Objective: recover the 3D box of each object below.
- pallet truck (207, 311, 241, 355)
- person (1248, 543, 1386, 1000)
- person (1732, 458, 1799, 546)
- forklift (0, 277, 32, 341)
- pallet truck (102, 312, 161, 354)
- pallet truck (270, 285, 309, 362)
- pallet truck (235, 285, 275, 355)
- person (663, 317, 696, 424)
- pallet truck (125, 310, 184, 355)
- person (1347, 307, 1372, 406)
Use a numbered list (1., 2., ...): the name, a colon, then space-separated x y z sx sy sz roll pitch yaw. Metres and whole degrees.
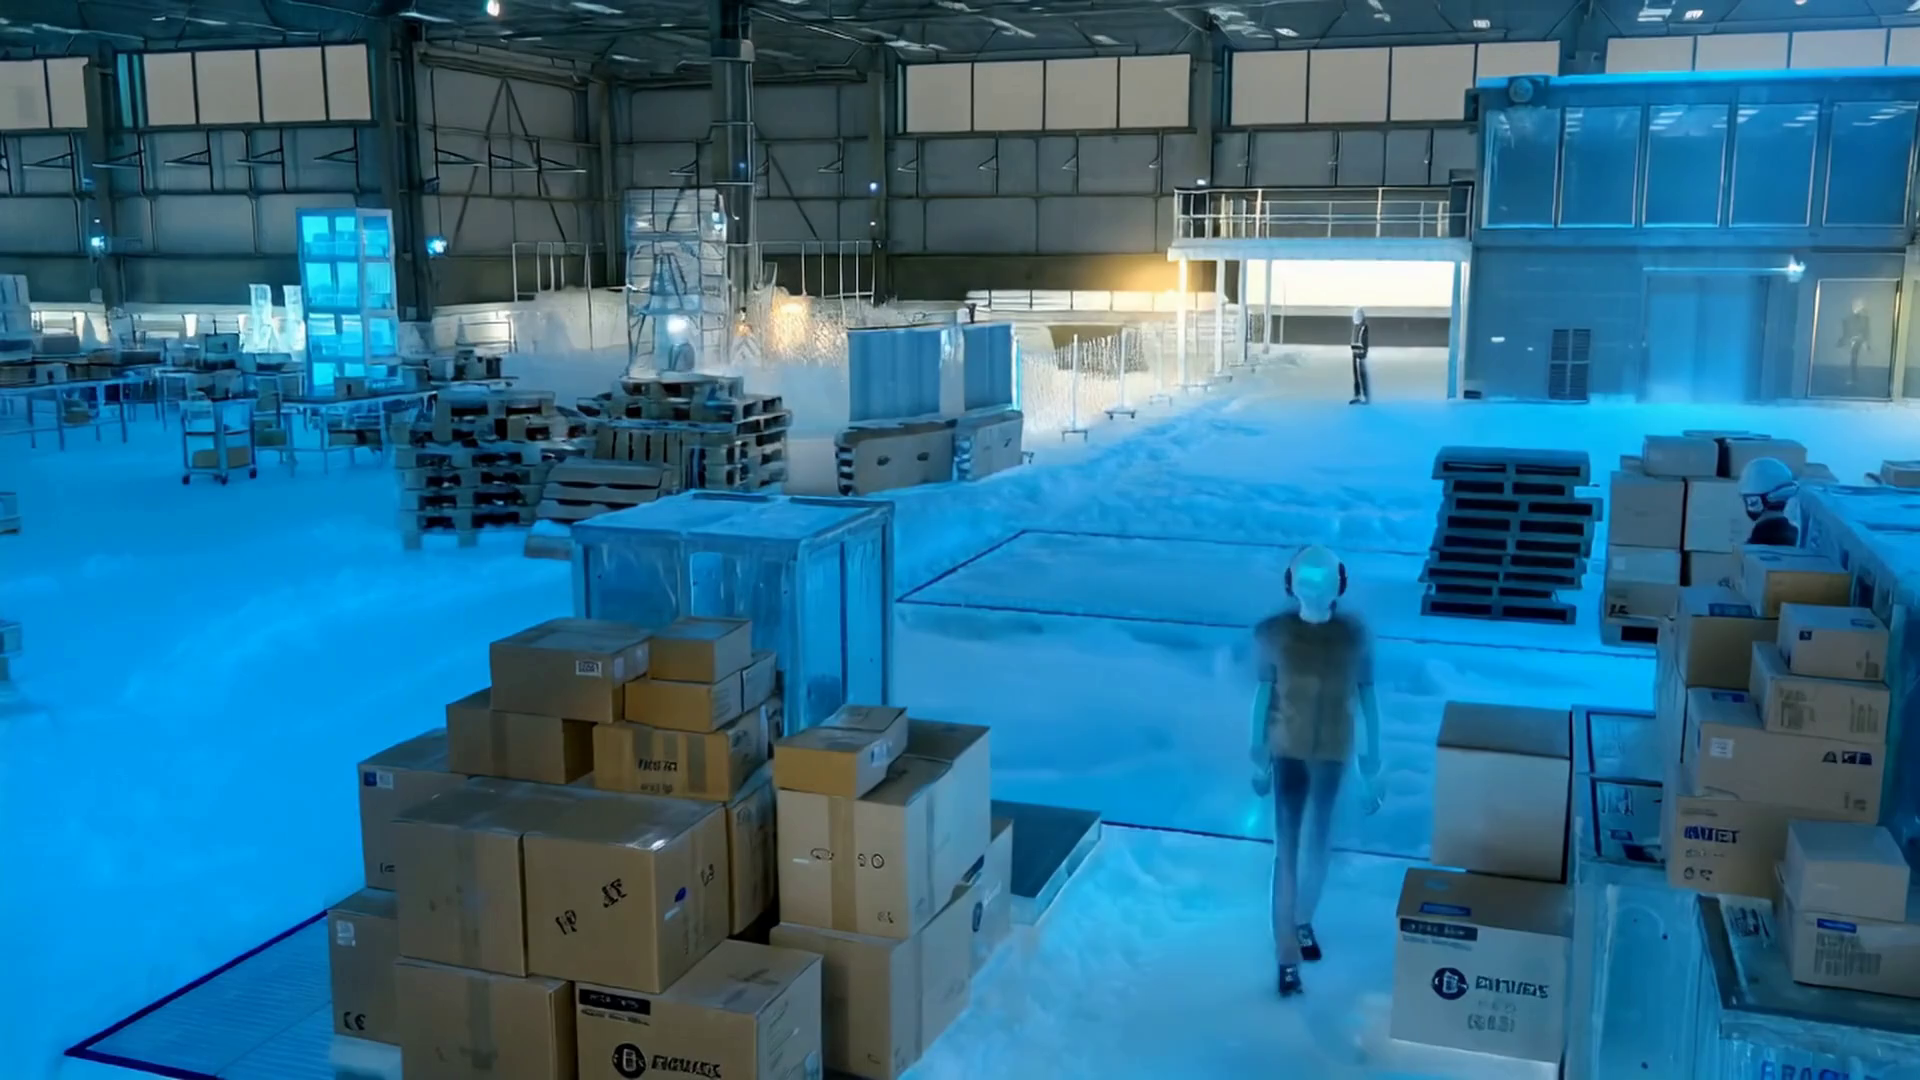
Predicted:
1. pallet truck: -19.537 -5.575 44.913 0.653 1.274 1.630 3 11 19
2. person: 1.463 0.936 6.776 0.515 1.834 0.907 0 10 1
3. person: 3.988 0.580 8.318 0.622 1.986 0.396 -10 14 -44
4. forklift: -27.151 -6.329 46.328 1.157 1.987 2.680 3 11 17
5. pallet truck: -23.057 -5.777 46.261 0.680 1.201 1.601 3 11 19
6. pallet truck: -17.147 -5.700 43.663 0.823 1.965 1.885 3 11 17
7. pallet truck: -18.327 -5.835 44.421 0.823 1.965 1.885 4 11 23
8. person: -3.956 -2.093 23.257 0.585 2.023 0.648 -7 12 -35
9. pallet truck: -22.038 -5.665 45.457 0.704 1.261 1.522 3 11 17
10. person: 7.573 -3.469 31.462 0.356 1.876 0.571 -3 11 -16
